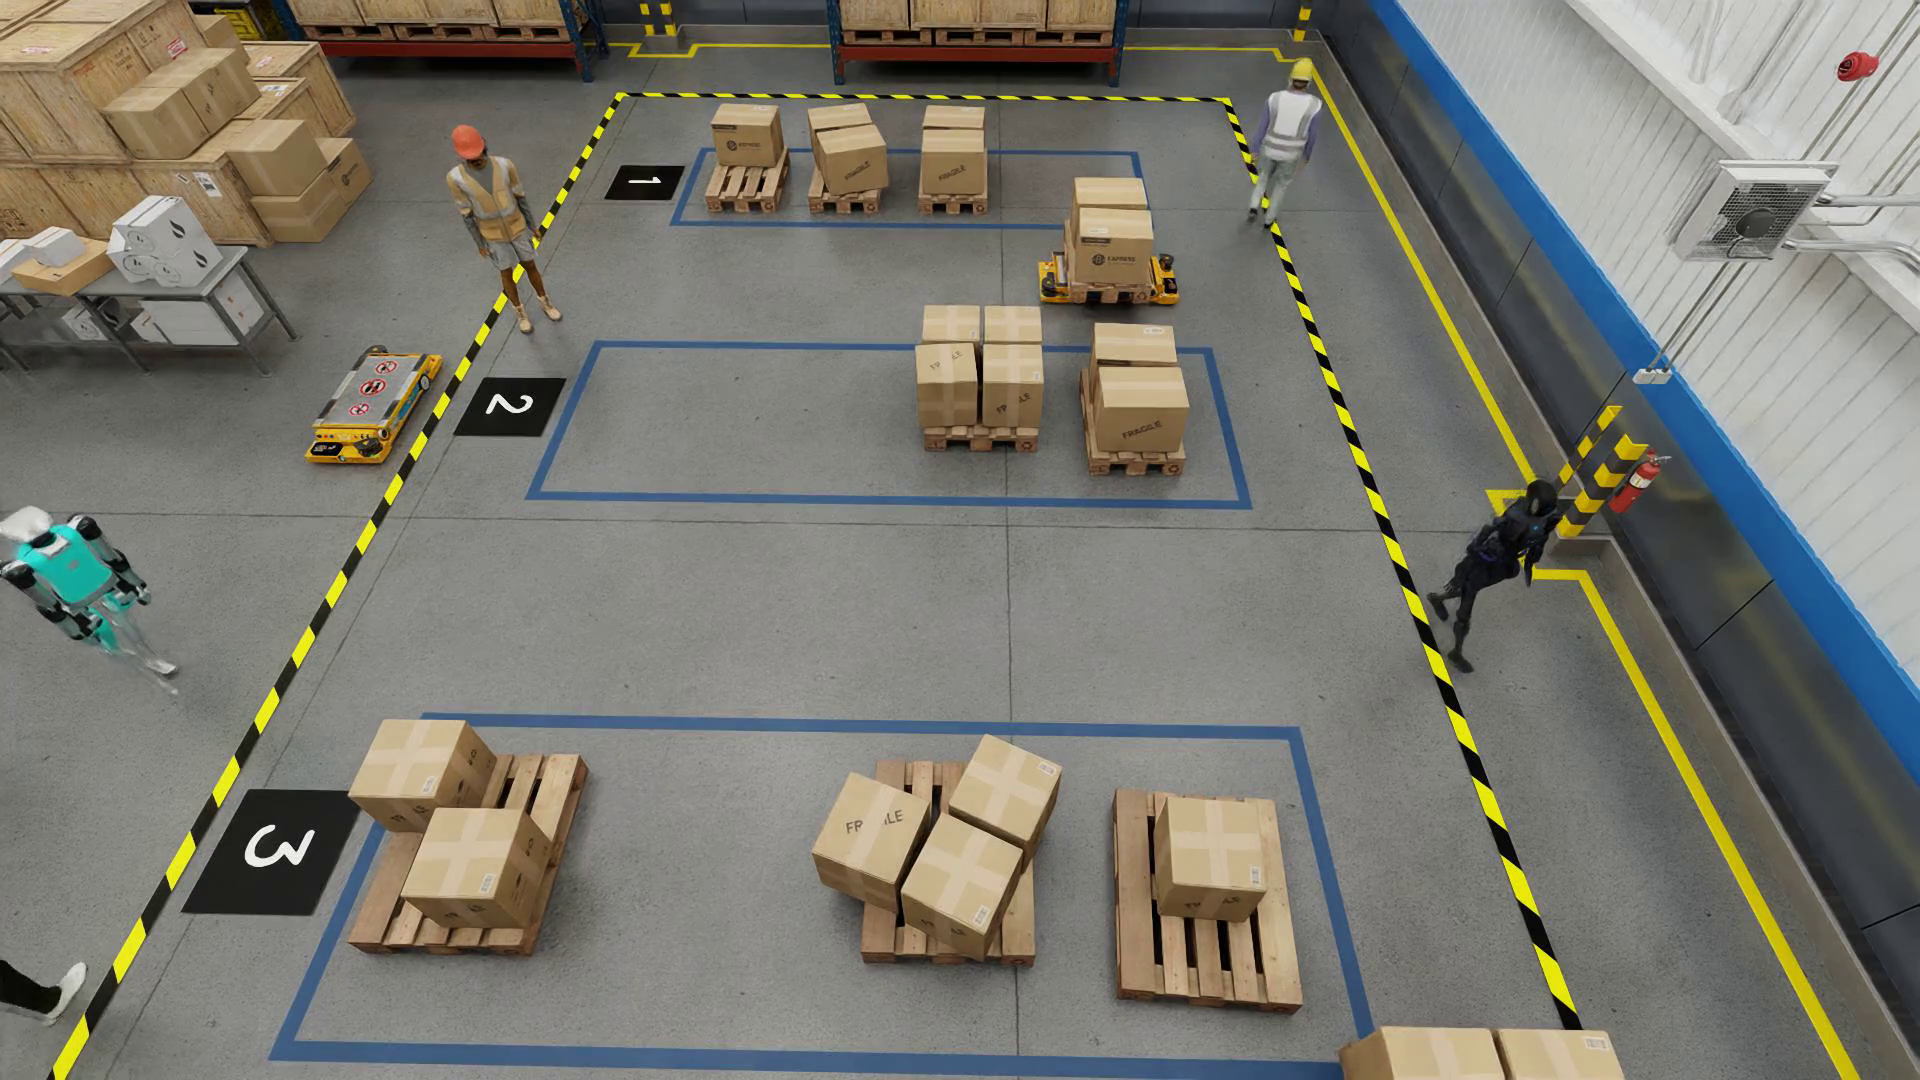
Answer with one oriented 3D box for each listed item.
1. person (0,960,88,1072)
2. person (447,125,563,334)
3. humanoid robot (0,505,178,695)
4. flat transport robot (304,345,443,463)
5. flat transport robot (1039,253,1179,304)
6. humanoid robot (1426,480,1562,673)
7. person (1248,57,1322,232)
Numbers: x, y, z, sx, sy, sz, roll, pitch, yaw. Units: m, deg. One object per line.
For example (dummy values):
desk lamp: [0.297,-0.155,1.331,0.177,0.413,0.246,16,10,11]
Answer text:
person: [-5.188,2.179,4.498,0.599,1.831,0.604,-5,50,-5]
person: [-4.303,-2.920,8.680,0.605,2.038,0.391,-29,56,-22]
humanoid robot: [-5.759,0.404,6.075,0.803,1.790,0.557,15,51,13]
flat transport robot: [-5.383,-1.269,8.441,0.659,0.231,1.431,1,50,1]
flat transport robot: [1.565,-2.781,9.702,1.431,0.197,0.652,1,50,1]
humanoid robot: [3.706,0.200,6.304,0.598,1.627,0.764,-8,50,-7]
person: [3.507,-4.255,9.954,0.610,1.812,0.437,22,53,17]
